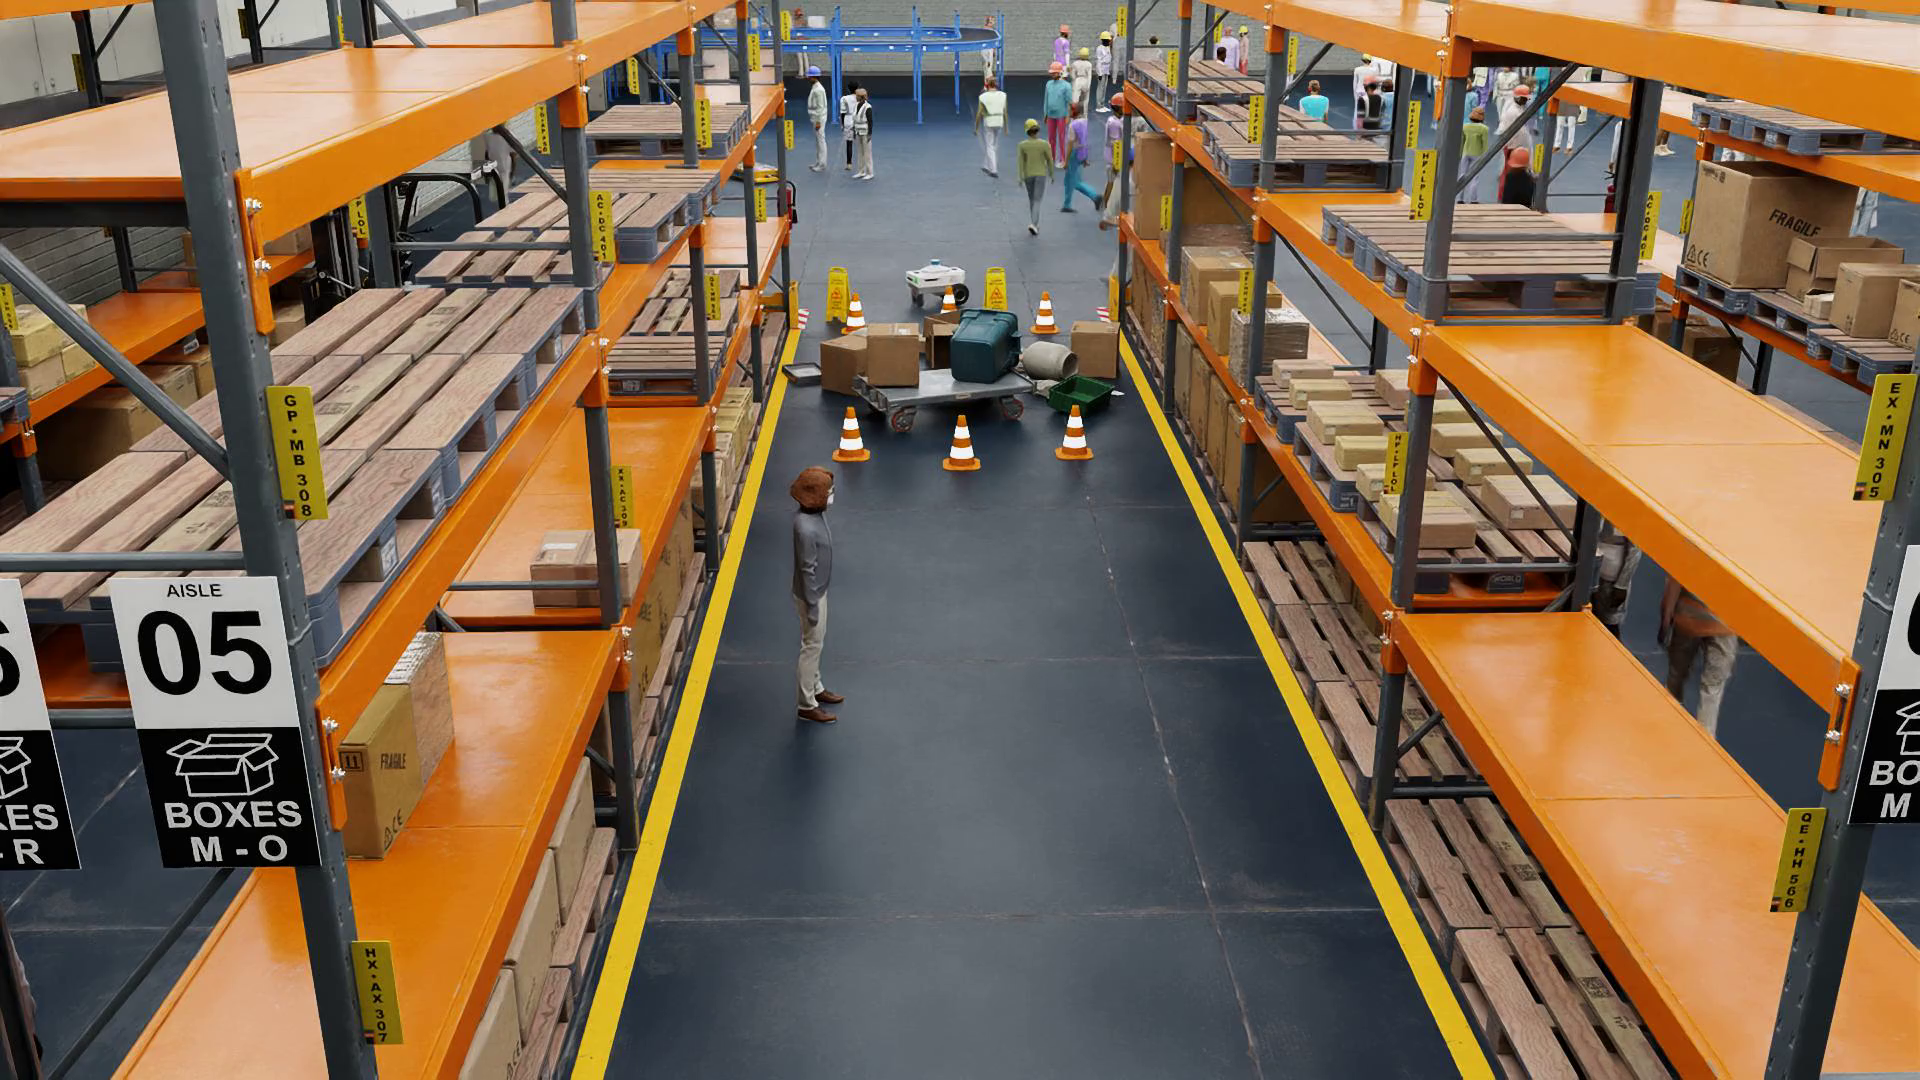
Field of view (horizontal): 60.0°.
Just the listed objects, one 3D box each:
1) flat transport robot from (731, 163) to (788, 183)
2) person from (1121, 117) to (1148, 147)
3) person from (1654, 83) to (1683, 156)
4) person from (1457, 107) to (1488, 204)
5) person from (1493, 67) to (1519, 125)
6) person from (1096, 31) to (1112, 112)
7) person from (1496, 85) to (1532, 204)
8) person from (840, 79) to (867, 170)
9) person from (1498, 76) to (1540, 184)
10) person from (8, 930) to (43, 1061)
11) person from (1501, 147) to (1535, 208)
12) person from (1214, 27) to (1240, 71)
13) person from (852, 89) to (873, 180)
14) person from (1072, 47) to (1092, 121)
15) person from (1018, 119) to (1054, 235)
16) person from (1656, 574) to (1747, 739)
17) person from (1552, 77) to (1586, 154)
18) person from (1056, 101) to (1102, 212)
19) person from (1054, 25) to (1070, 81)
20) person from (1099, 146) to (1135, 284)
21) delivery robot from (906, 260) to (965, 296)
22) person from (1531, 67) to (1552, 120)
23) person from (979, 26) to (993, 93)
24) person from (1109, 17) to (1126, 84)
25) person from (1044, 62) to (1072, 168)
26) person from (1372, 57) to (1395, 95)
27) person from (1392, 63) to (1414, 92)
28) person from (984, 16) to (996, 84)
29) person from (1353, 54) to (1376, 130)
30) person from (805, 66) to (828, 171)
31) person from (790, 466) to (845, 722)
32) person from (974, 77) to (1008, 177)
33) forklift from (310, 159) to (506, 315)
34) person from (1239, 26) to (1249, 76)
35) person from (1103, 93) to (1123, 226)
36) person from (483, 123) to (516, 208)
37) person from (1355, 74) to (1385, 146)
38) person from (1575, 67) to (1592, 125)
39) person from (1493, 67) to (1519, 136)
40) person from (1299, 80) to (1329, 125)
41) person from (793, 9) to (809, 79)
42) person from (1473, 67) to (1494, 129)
[{"bbox_3d":[-3.825,-6.832,30.873,0.652,0.197,1.431,-13,24,-31],"label":"flat transport robot"},{"bbox_3d":[2.959,-6.669,28.416,0.490,1.731,0.322,4,21,9],"label":"person"},{"bbox_3d":[14.394,-8.786,33.597,0.408,2.035,0.601,19,28,40],"label":"person"},{"bbox_3d":[8.609,-6.439,27.940,0.507,1.632,0.268,18,27,39],"label":"person"},{"bbox_3d":[12.694,-10.706,38.888,0.688,1.864,0.982,2,21,6],"label":"person"},{"bbox_3d":[3.552,-11.551,41.042,0.363,1.928,0.587,10,23,24],"label":"person"},{"bbox_3d":[9.334,-6.655,28.029,0.410,1.980,0.630,11,23,26],"label":"person"},{"bbox_3d":[-2.021,-7.928,31.787,0.535,1.697,0.318,-3,21,-9],"label":"person"},{"bbox_3d":[10.361,-7.457,30.257,0.980,1.890,0.647,11,23,26],"label":"person"},{"bbox_3d":[-3.633,1.776,6.058,0.560,1.752,0.326,-1,21,-3],"label":"person"},{"bbox_3d":[6.961,-3.986,21.007,0.446,1.955,0.654,-5,21,-13],"label":"person"},{"bbox_3d":[6.901,-12.301,43.057,0.652,1.904,0.403,5,21,13],"label":"person"},{"bbox_3d":[-1.795,-7.506,30.752,0.310,1.638,0.523,-15,25,-34],"label":"person"},{"bbox_3d":[2.847,-10.684,39.055,0.485,1.709,0.791,6,22,16],"label":"person"},{"bbox_3d":[1.139,-5.588,25.569,0.537,1.724,0.863,6,22,16],"label":"person"},{"bbox_3d":[4.343,0.497,9.666,0.539,1.587,0.900,8,22,20],"label":"person"},{"bbox_3d":[12.434,-8.860,33.991,0.579,1.881,0.342,18,27,39],"label":"person"},{"bbox_3d":[1.952,-6.228,27.141,0.795,1.812,0.574,9,22,22],"label":"person"},{"bbox_3d":[2.676,-12.388,43.241,0.373,1.934,0.551,-14,25,-32],"label":"person"},{"bbox_3d":[2.186,-4.140,21.522,1.040,1.885,0.605,18,27,39],"label":"person"},{"bbox_3d":[-0.313,-3.295,20.998,0.707,0.478,0.477,-9,23,-22],"label":"delivery robot"},{"bbox_3d":[13.833,-10.935,39.549,0.519,1.836,0.339,6,21,15],"label":"person"},{"bbox_3d":[0.723,-13.099,45.373,0.327,1.753,0.561,-6,22,-15],"label":"person"},{"bbox_3d":[4.626,-14.182,47.840,0.684,2.000,0.536,3,21,7],"label":"person"},{"bbox_3d":[1.860,-8.191,32.069,0.623,1.992,0.396,17,26,37],"label":"person"},{"bbox_3d":[9.637,-10.355,37.941,0.584,1.882,0.337,-3,21,-8],"label":"person"},{"bbox_3d":[9.999,-10.217,37.594,0.568,1.878,0.352,-11,23,-26],"label":"person"},{"bbox_3d":[0.866,-13.955,47.427,0.409,1.908,0.639,-6,22,-15],"label":"person"},{"bbox_3d":[9.009,-9.955,37.050,0.525,1.769,0.314,14,25,32],"label":"person"},{"bbox_3d":[-2.720,-8.015,31.667,0.404,1.948,0.605,-4,21,-9],"label":"person"},{"bbox_3d":[-0.872,0.323,10.082,0.294,1.623,0.507,0,21,1],"label":"person"},{"bbox_3d":[0.535,-7.745,31.146,0.600,1.804,0.777,-11,24,-28],"label":"person"},{"bbox_3d":[-5.622,-2.910,17.832,2.313,2.155,1.214,-1,21,-1],"label":"forklift"},{"bbox_3d":[7.710,-13.115,45.401,0.308,1.769,0.524,-3,21,-8],"label":"person"},{"bbox_3d":[2.463,-5.992,26.189,0.396,2.042,0.611,1,21,3],"label":"person"},{"bbox_3d":[-7.051,-5.639,25.521,0.538,1.854,0.504,6,22,16],"label":"person"},{"bbox_3d":[7.272,-7.303,29.740,0.632,1.984,1.056,-10,23,-24],"label":"person"},{"bbox_3d":[14.493,-10.476,38.628,0.279,1.621,0.509,15,25,34],"label":"person"},{"bbox_3d":[12.147,-9.806,36.888,0.848,1.600,0.524,-17,27,-38],"label":"person"},{"bbox_3d":[6.386,-7.391,30.175,0.564,1.836,0.402,-5,21,-13],"label":"person"},{"bbox_3d":[-4.736,-14.720,49.328,0.392,1.989,0.618,13,24,31],"label":"person"},{"bbox_3d":[11.870,-10.270,37.693,0.414,1.907,0.594,-8,22,-20],"label":"person"}]
